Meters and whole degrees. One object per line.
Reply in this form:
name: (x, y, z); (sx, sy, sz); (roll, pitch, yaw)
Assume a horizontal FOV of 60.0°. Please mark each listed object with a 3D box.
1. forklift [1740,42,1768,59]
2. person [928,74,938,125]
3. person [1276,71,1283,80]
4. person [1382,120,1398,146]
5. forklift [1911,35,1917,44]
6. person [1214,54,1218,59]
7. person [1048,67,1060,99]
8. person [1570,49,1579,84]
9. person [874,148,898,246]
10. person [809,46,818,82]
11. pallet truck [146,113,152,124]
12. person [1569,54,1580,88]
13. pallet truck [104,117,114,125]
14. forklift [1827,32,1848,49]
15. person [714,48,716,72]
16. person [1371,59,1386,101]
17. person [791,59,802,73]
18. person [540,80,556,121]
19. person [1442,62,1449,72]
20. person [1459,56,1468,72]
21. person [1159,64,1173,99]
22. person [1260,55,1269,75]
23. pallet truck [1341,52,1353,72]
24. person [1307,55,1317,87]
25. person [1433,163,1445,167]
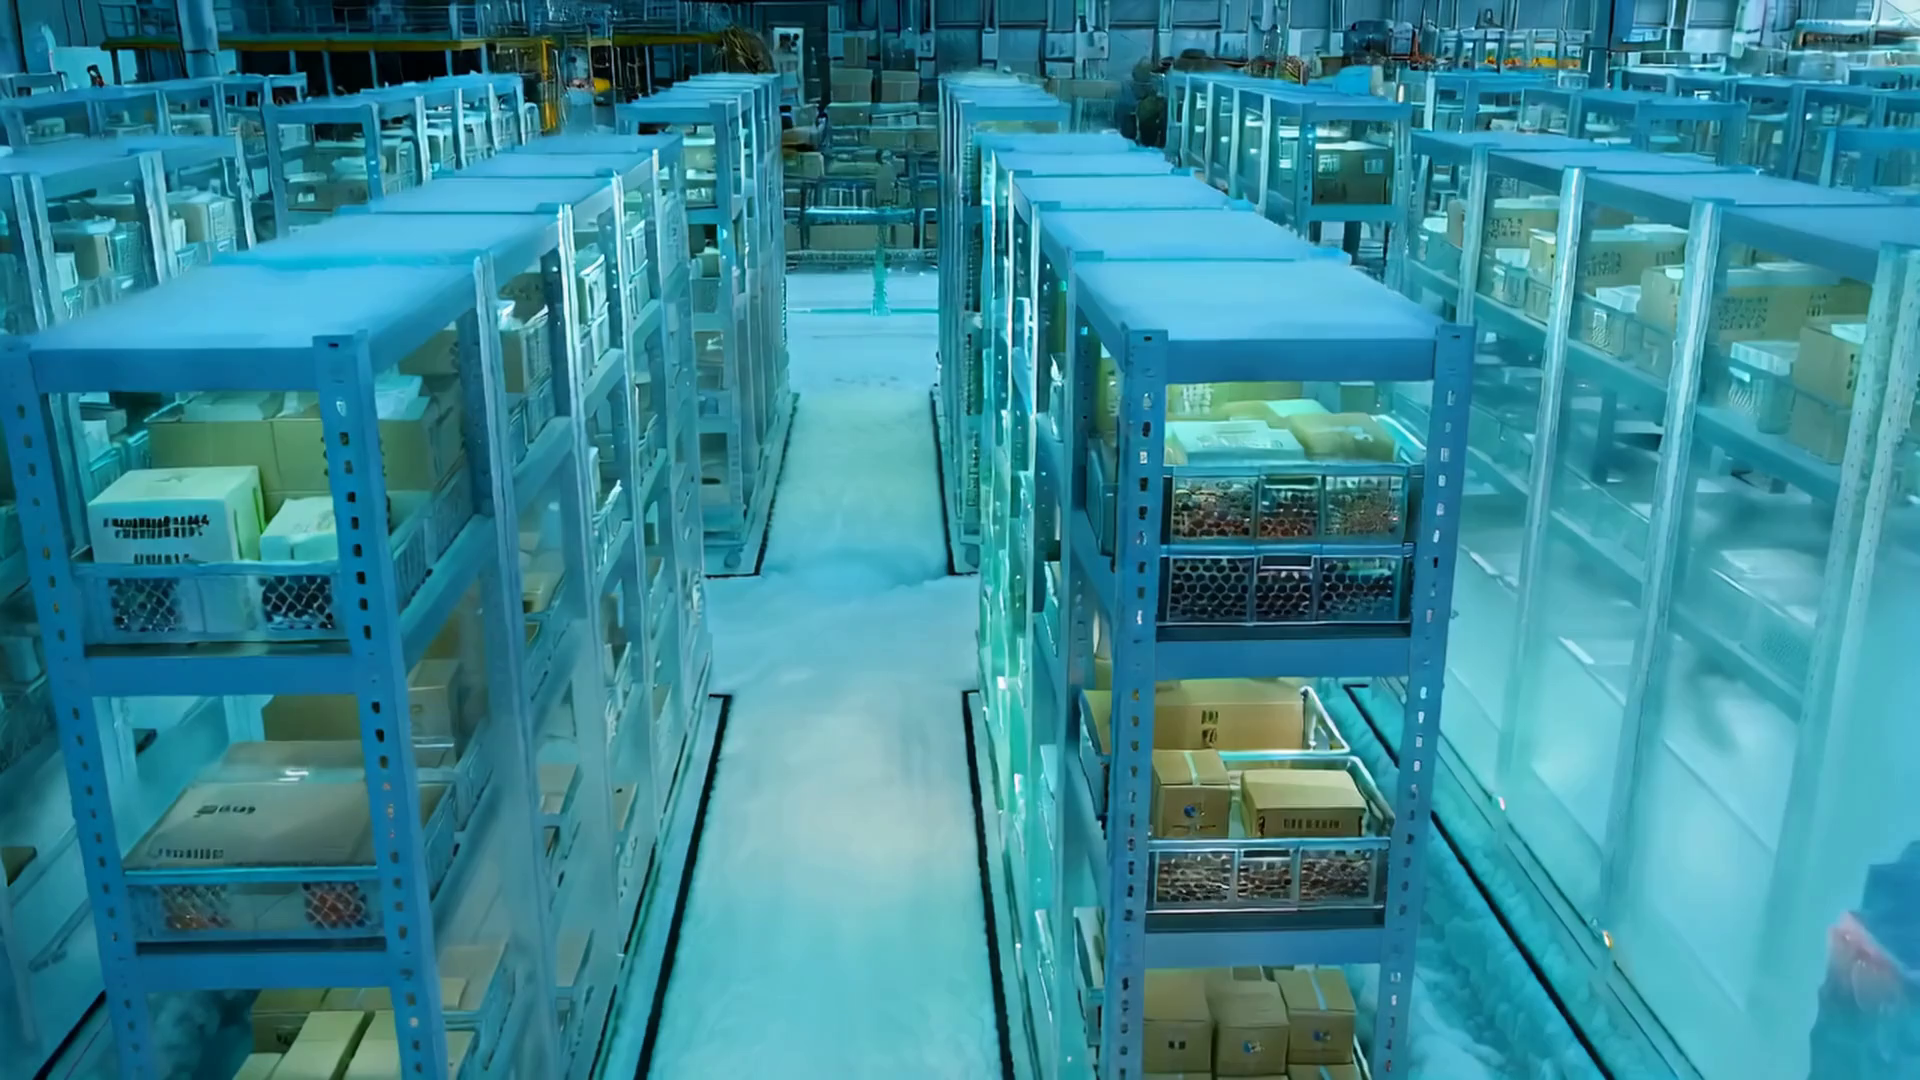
forklift: (31.120, -18.200, 65.585); (1.129, 2.768, 1.873); (-1, 18, -2)
person: (-0.909, -14.636, 55.930); (0.798, 2.013, 0.623); (7, 19, 20)
person: (12.398, -17.436, 65.046); (0.858, 1.733, 0.520); (5, 19, 15)
person: (12.101, -11.419, 46.556); (0.549, 1.642, 0.858); (0, 18, 0)
forklift: (50.031, -25.168, 87.146); (1.129, 2.768, 1.873); (-10, 20, -29)
person: (13.510, -24.753, 87.765); (0.325, 1.690, 0.536); (1, 18, 3)
person: (3.511, -16.815, 62.715); (0.388, 1.996, 0.612); (-10, 21, -29)
person: (33.220, -25.516, 89.783); (0.902, 1.900, 0.575); (-10, 21, -29)
person: (-1.356, -6.297, 30.532); (0.327, 1.769, 0.525); (-16, 24, -40)
person: (-8.262, -26.910, 94.052); (0.605, 1.934, 0.418); (-15, 23, -40)
pallet truck: (-18.087, -8.309, 36.390); (1.885, 1.965, 0.823); (-1, 18, -4)
person: (29.634, -22.415, 80.153); (0.385, 1.925, 0.592); (12, 22, 33)
pallet truck: (-18.367, -7.885, 35.078); (1.885, 1.965, 0.823); (1, 18, 2)
forklift: (46.023, -25.321, 87.619); (1.129, 2.768, 1.873); (-1, 18, -2)
person: (-13.871, -26.852, 93.773); (0.375, 1.997, 0.612); (-7, 19, -20)
person: (18.454, -20.284, 73.573); (0.747, 1.924, 0.638); (-3, 18, -10)
person: (-8.559, -24.664, 87.165); (0.573, 1.887, 0.977); (-2, 18, -5)
person: (-15.493, -16.697, 62.531); (0.356, 1.882, 0.573); (14, 22, 36)
person: (21.891, -20.687, 75.101); (0.296, 1.745, 0.485); (7, 19, 21)
person: (23.852, -22.018, 79.023); (0.693, 1.870, 0.428); (-15, 23, -39)
person: (8.156, -17.635, 65.180); (0.714, 2.000, 0.537); (5, 19, 14)
person: (15.294, -23.491, 83.710); (0.979, 1.799, 0.633); (0, 18, 0)
pallet truck: (18.794, -23.123, 82.231); (0.823, 1.965, 1.885); (-13, 22, -35)
person: (16.806, -22.188, 79.454); (0.375, 1.932, 0.621); (-13, 22, -35)
person: (12.849, -10.782, 44.369); (0.612, 1.786, 0.912); (-1, 18, -3)
